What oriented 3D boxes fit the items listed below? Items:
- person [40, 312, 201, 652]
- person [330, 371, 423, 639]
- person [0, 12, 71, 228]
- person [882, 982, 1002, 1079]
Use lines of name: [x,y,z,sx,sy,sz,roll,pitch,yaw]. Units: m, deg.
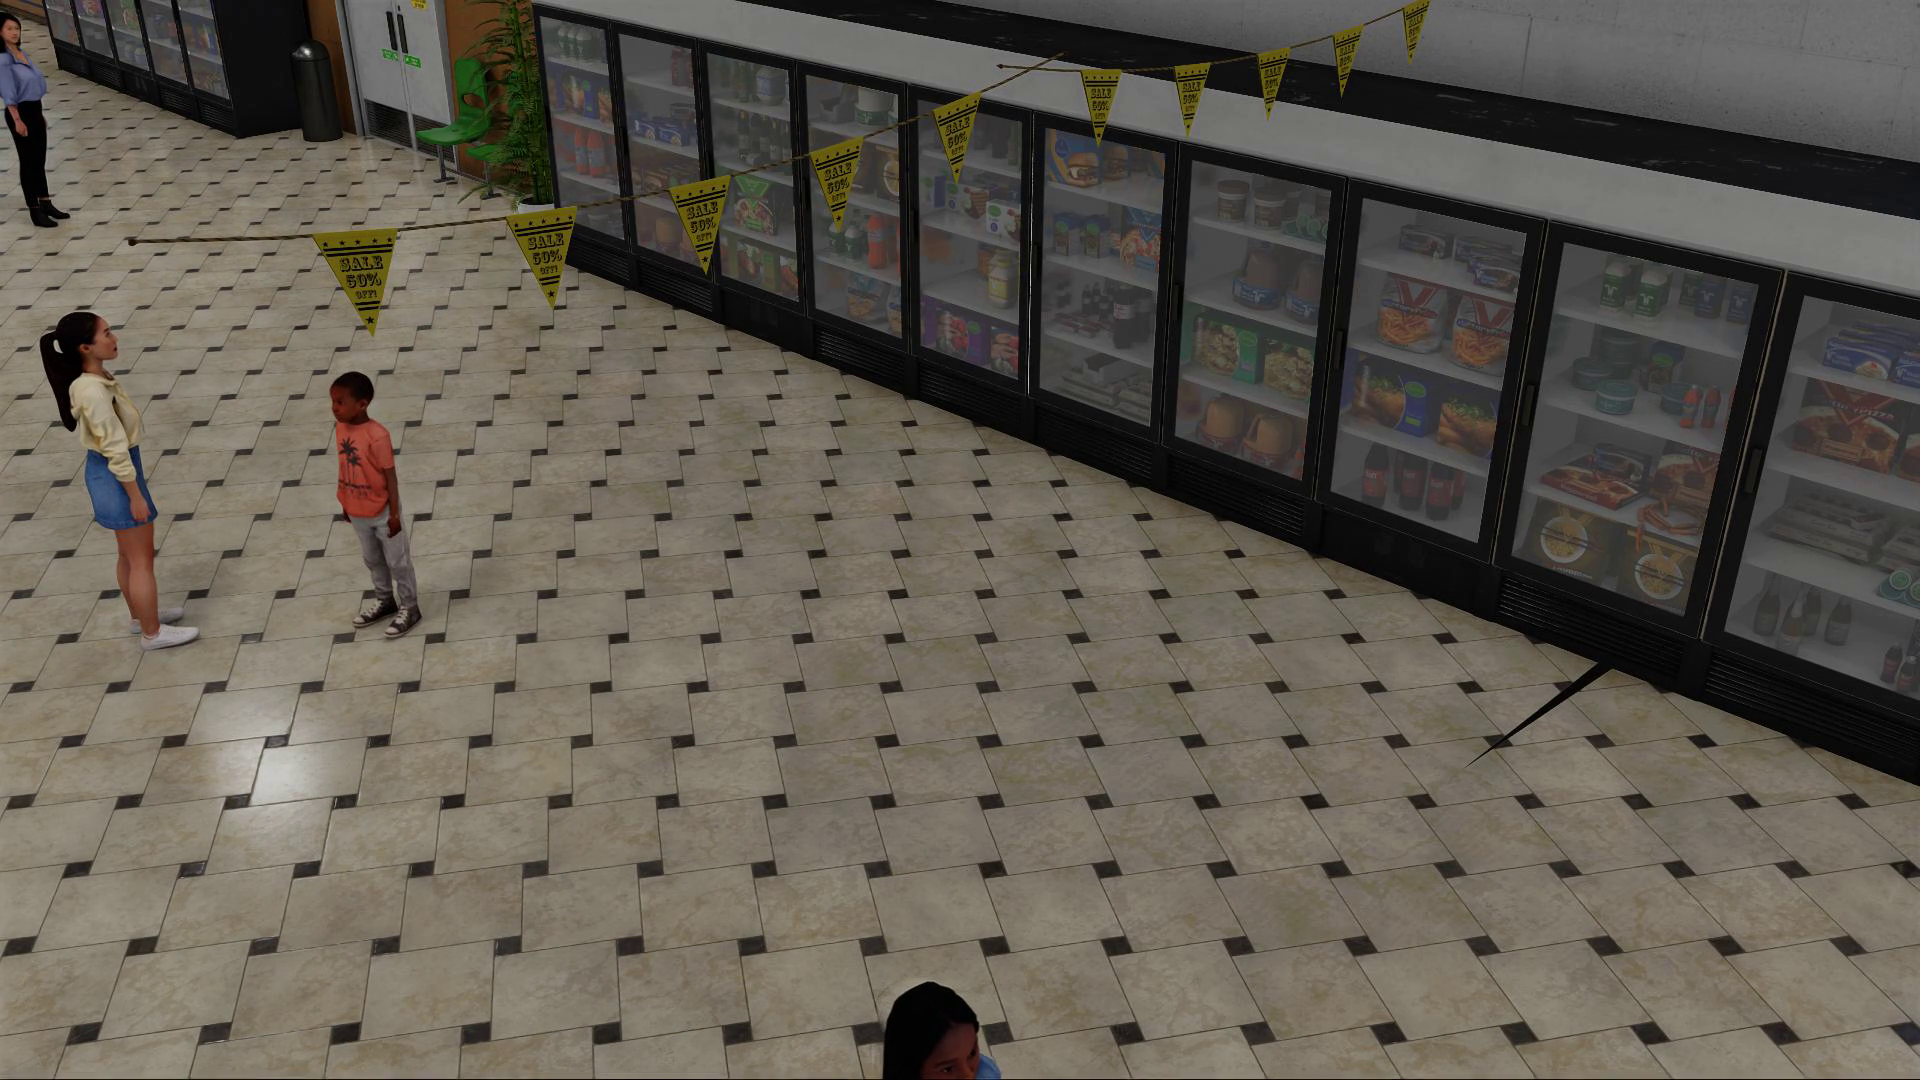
person: [-3.878,-0.268,7.660,0.600,1.632,0.667,-19,32,-32]
person: [-2.760,-0.179,7.841,0.538,1.310,0.528,15,30,27]
person: [-7.846,-3.527,13.961,0.774,1.745,0.716,0,27,-1]
person: [-0.058,1.679,3.732,0.688,1.712,0.488,20,33,34]
